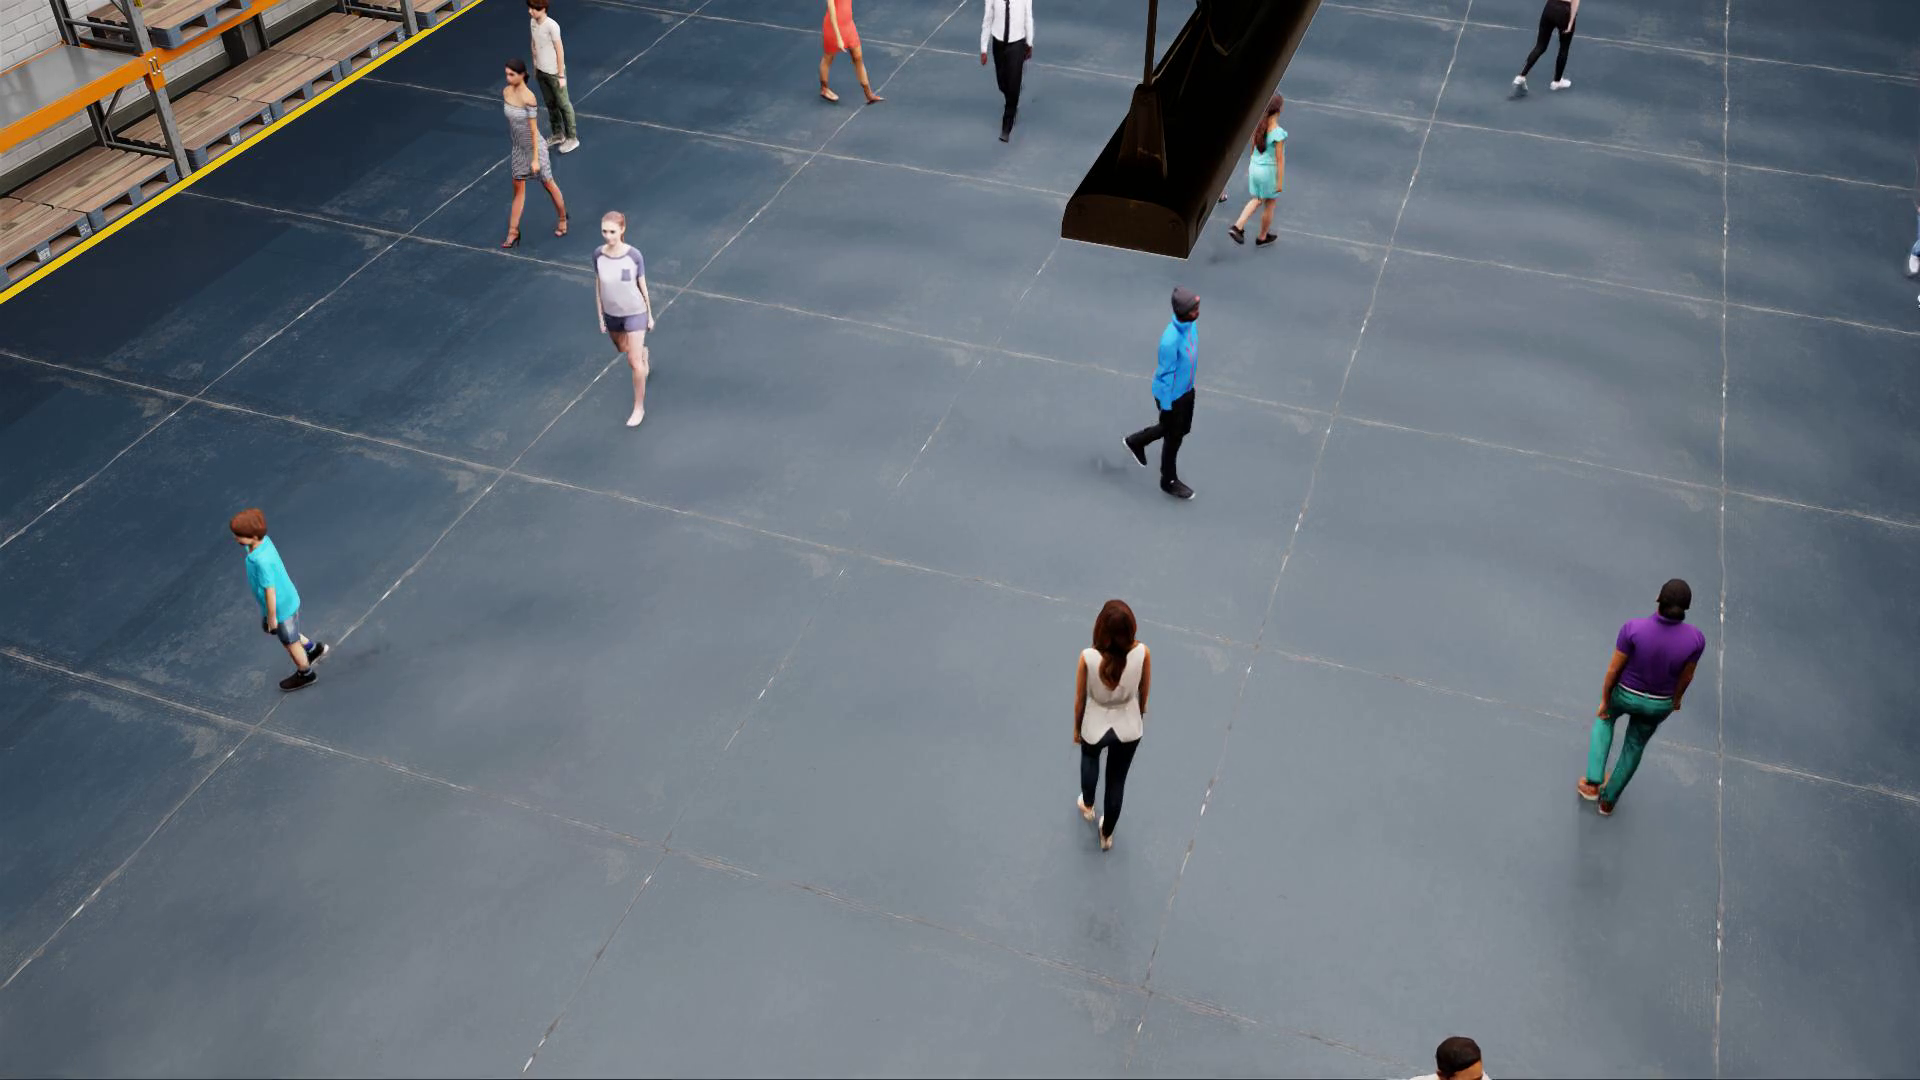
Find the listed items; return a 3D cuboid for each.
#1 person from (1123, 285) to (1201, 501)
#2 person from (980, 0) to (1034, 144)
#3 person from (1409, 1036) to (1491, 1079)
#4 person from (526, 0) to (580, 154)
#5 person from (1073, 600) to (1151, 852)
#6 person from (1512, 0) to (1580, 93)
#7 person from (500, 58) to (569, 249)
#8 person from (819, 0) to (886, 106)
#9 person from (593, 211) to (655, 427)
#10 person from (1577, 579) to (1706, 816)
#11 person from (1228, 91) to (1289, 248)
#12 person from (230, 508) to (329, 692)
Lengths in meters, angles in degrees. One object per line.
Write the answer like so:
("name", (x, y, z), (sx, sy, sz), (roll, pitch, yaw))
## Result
("person", (1.501, -1.113, 12.303), (0.774, 1.781, 0.869), (20, 43, 23))
("person", (0.517, -5.121, 17.316), (0.812, 1.788, 1.280), (7, 39, 9))
("person", (2.013, 2.737, 7.501), (1.117, 1.758, 1.252), (-11, 40, -14))
("person", (-4.180, -4.796, 17.018), (0.640, 1.653, 0.621), (25, 45, 28))
("person", (0.872, 1.134, 9.499), (0.690, 1.769, 0.754), (1, 39, 1))
("person", (6.427, -5.669, 18.055), (1.101, 1.722, 0.965), (-21, 43, -25))
("person", (-3.908, -3.604, 15.415), (0.778, 1.791, 1.056), (23, 44, 26))
("person", (-1.375, -5.483, 17.863), (0.879, 1.672, 1.080), (26, 45, 29))
("person", (-2.636, -1.846, 13.257), (0.692, 1.737, 1.110), (7, 39, 9))
("person", (3.971, 0.977, 9.707), (0.620, 1.755, 0.633), (13, 40, 15))
("person", (2.754, -3.365, 15.313), (0.912, 1.545, 0.810), (-24, 45, -27))
("person", (-4.341, 0.357, 10.733), (0.735, 1.444, 0.675), (-16, 41, -19))
